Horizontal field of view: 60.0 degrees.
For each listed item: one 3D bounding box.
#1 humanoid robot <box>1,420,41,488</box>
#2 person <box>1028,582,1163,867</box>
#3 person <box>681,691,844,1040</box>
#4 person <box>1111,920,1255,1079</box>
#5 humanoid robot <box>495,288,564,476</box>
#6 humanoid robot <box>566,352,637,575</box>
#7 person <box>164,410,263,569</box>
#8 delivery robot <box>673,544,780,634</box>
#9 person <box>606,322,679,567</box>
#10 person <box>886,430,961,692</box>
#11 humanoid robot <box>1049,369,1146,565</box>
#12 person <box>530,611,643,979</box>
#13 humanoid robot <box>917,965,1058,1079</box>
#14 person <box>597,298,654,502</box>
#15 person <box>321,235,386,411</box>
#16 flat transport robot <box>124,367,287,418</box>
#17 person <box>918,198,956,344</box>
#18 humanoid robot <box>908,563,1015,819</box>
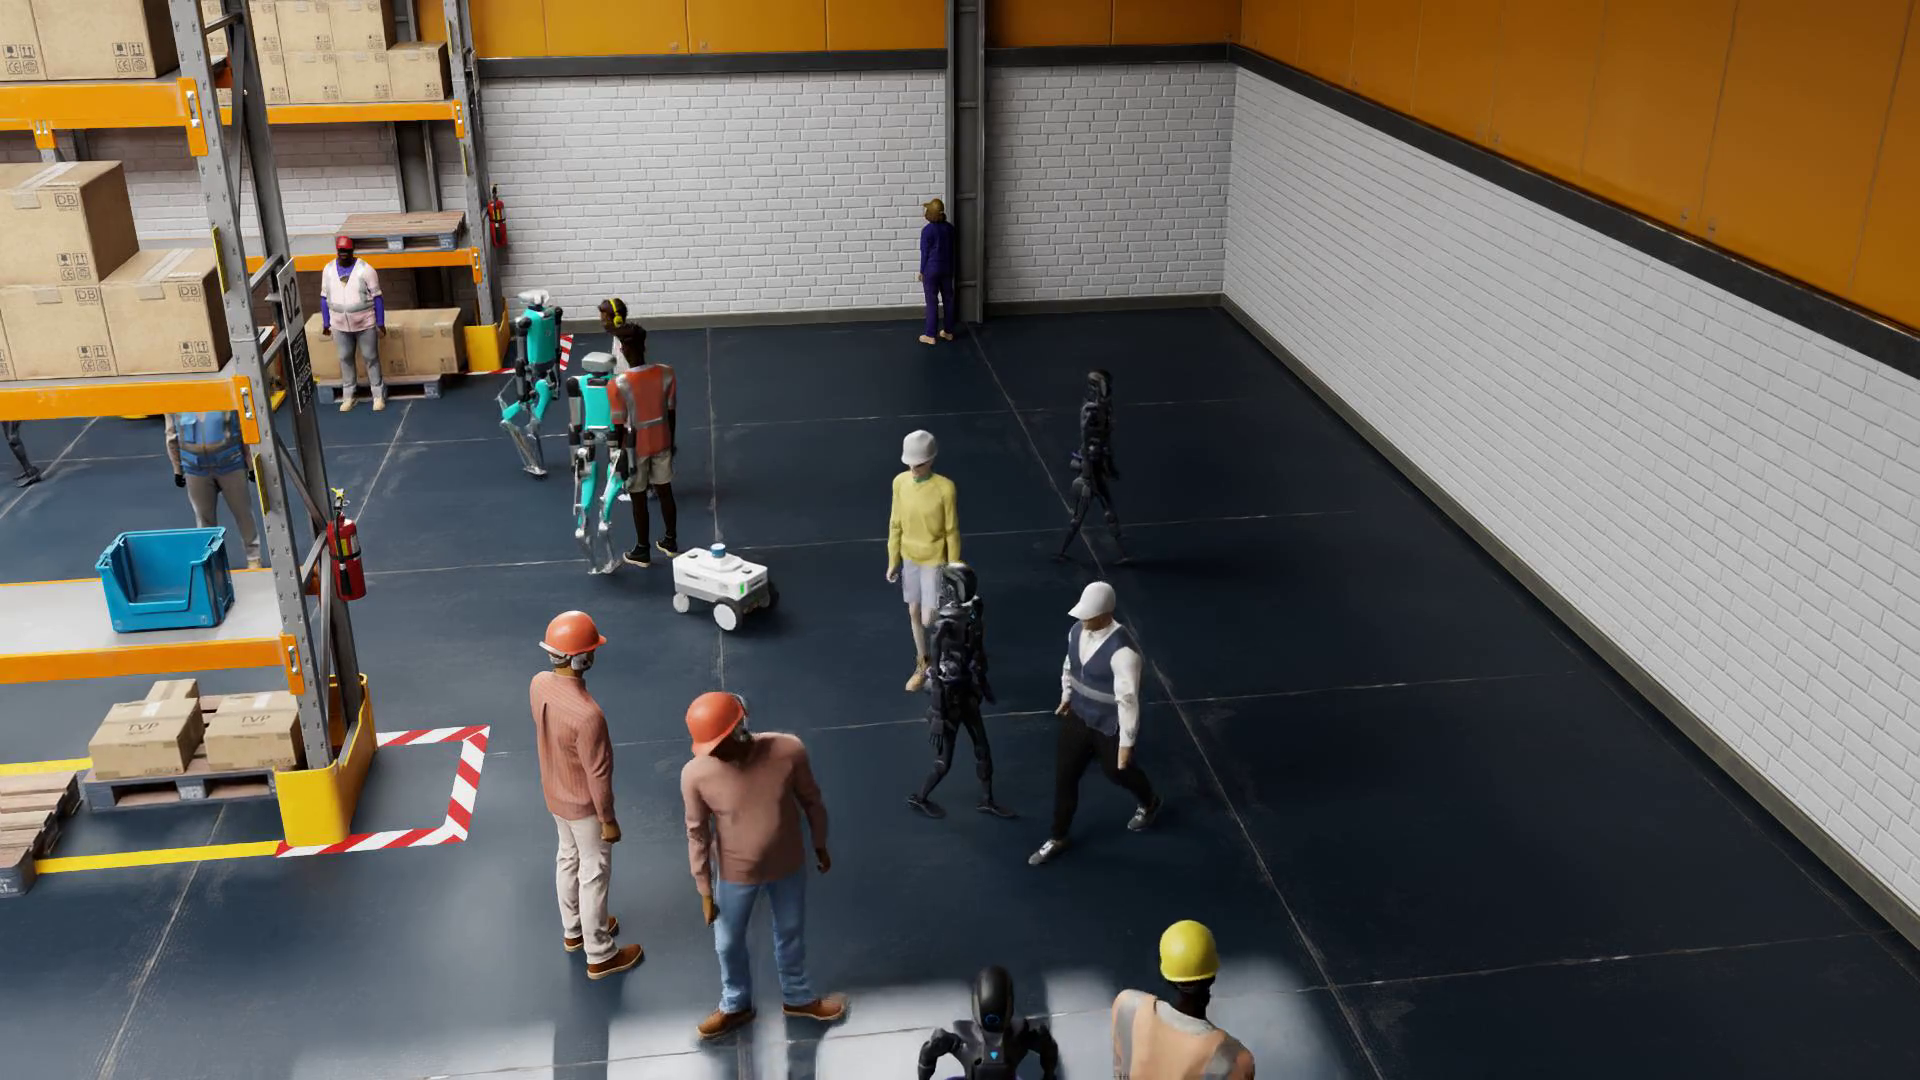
[{"bbox_3d":[-8.424,-1.309,14.615,0.609,1.648,0.389,14,28,30],"label":"humanoid robot"},{"bbox_3d":[0.818,0.983,9.361,0.889,1.719,0.729,-21,31,-39],"label":"person"},{"bbox_3d":[-0.909,1.531,7.841,0.737,1.941,0.382,-8,25,-17],"label":"person"},{"bbox_3d":[0.799,2.263,6.228,0.580,1.883,0.900,14,27,29],"label":"person"},{"bbox_3d":[-3.843,-1.317,14.695,0.739,1.887,0.546,12,27,26],"label":"humanoid robot"},{"bbox_3d":[-2.764,-0.482,12.689,0.533,1.771,0.817,2,24,4],"label":"humanoid robot"},{"bbox_3d":[-5.706,-0.567,12.750,0.631,1.837,0.431,-5,24,-12],"label":"person"},{"bbox_3d":[-1.756,0.324,12.304,0.781,0.595,0.499,14,27,29],"label":"delivery robot"},{"bbox_3d":[-2.469,-0.742,12.985,0.602,1.961,0.368,-21,31,-39],"label":"person"},{"bbox_3d":[-0.245,0.132,11.106,0.474,1.871,0.438,13,27,27],"label":"person"},{"bbox_3d":[1.068,-0.535,12.904,0.762,1.628,0.600,12,26,24],"label":"humanoid robot"},{"bbox_3d":[-1.891,1.275,8.363,0.401,1.986,0.610,-18,30,-36],"label":"person"},{"bbox_3d":[0.086,2.299,6.411,0.601,1.644,0.358,-3,24,-6],"label":"humanoid robot"},{"bbox_3d":[-2.833,-1.167,14.088,0.428,1.844,0.548,-7,25,-15],"label":"person"},{"bbox_3d":[-5.979,-2.130,16.401,0.610,1.756,0.419,-2,24,-4],"label":"person"},{"bbox_3d":[-7.538,-1.435,16.667,1.431,0.231,0.659,-3,24,-7],"label":"flat transport robot"},{"bbox_3d":[-0.258,-3.001,18.544,0.450,1.624,0.319,-18,29,-35],"label":"person"},{"bbox_3d":[0.000,0.894,9.630,0.618,1.638,0.615,13,27,27],"label":"humanoid robot"}]
